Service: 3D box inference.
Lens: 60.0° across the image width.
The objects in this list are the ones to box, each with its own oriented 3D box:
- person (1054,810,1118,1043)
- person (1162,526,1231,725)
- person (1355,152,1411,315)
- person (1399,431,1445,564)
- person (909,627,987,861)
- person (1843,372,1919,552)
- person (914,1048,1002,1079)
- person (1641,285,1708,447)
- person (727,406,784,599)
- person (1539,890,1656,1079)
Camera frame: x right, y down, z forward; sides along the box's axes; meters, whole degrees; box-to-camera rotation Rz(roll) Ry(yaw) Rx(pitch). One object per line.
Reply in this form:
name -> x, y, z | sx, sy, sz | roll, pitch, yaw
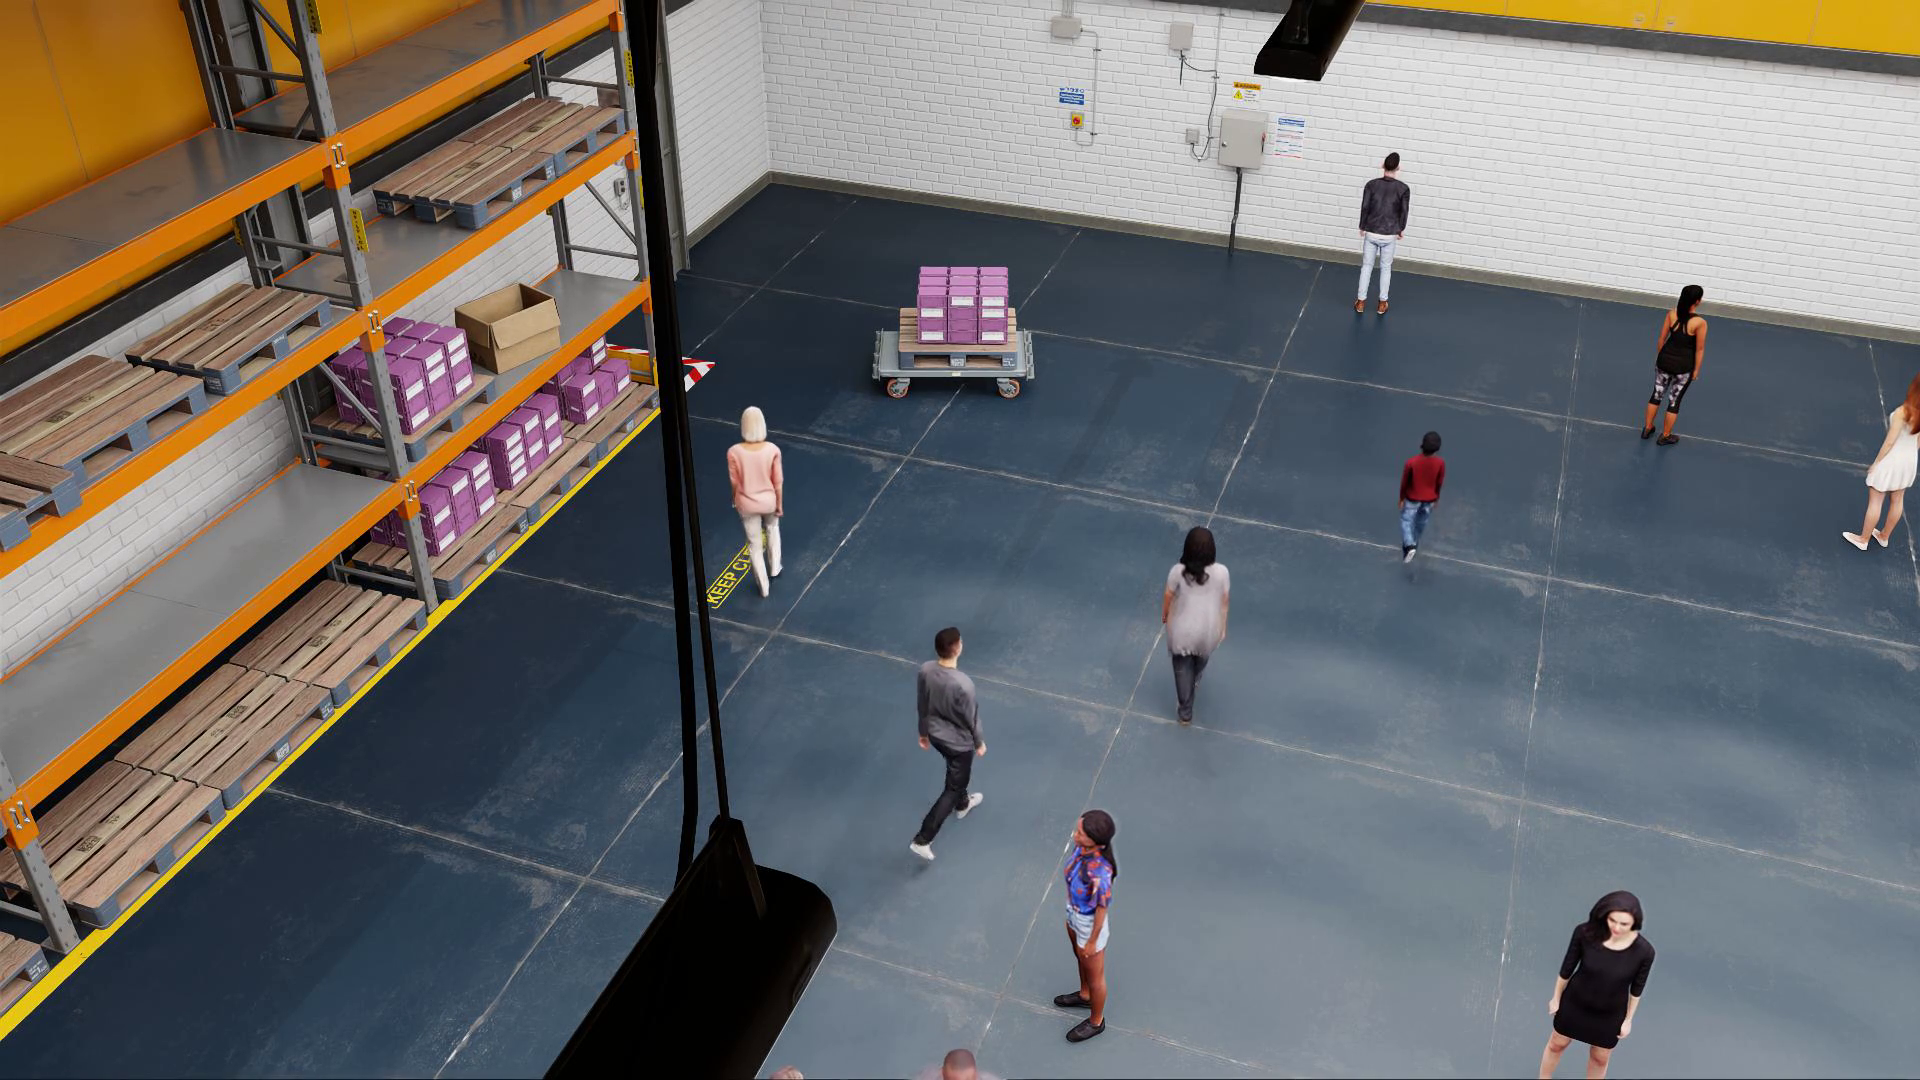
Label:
person -> 0.763, 2.269, 9.875 | 0.731, 1.743, 0.628 | -7, 34, -11
person -> 1.759, 0.674, 12.424 | 0.831, 1.579, 1.030 | 0, 34, 0
person -> 4.626, -3.369, 18.274 | 0.674, 1.836, 0.559 | 8, 34, 12
person -> 3.960, -0.355, 14.274 | 0.628, 1.244, 0.784 | 1, 34, 2
person -> -0.101, 1.387, 11.212 | 0.883, 1.732, 1.176 | 26, 41, 33
person -> 8.088, -0.685, 14.348 | 0.640, 1.711, 0.674 | -7, 34, -11
person -> -0.025, 3.141, 8.507 | 0.854, 1.806, 0.849 | -2, 34, -3
person -> 6.851, -1.695, 15.913 | 0.665, 1.662, 0.660 | -25, 41, -32
person -> -1.671, -0.270, 13.726 | 0.757, 1.709, 0.825 | -7, 34, -10
person -> 3.532, 2.624, 9.285 | 0.605, 1.806, 0.513 | 15, 37, 22
